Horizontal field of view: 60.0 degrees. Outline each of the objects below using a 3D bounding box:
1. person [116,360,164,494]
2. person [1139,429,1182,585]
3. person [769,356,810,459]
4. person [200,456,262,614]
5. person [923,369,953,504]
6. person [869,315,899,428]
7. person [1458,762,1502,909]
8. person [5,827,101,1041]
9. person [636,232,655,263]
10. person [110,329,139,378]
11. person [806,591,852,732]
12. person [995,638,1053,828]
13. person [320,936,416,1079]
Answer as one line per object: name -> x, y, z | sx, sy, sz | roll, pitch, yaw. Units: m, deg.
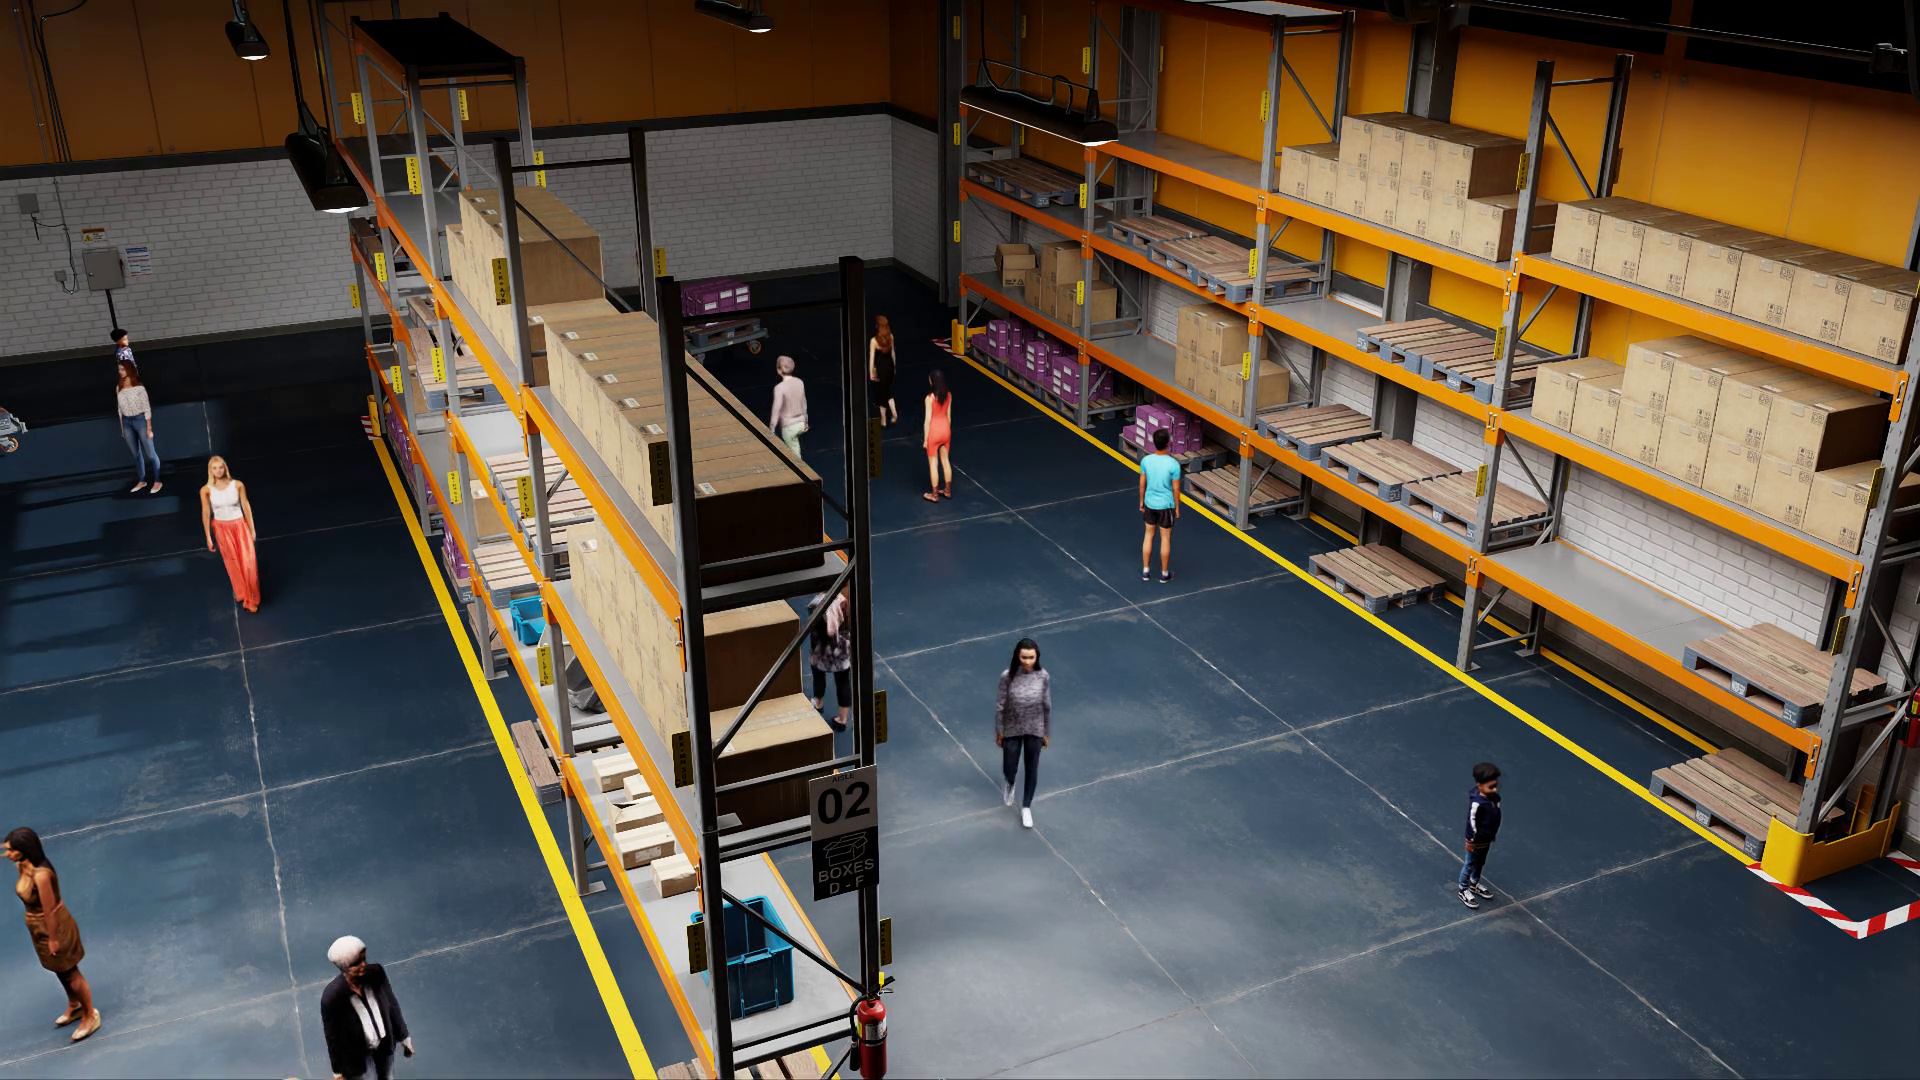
person -> -10.423, -1.453, 21.066 | 0.654, 1.728, 0.676 | 4, 24, 8
person -> 2.221, -0.380, 18.555 | 0.658, 1.774, 0.743 | 11, 26, 23
person -> -2.022, -1.354, 20.692 | 1.066, 1.848, 0.951 | 15, 28, 31
person -> -7.837, -0.094, 17.890 | 0.651, 1.784, 0.841 | -9, 25, -20
person -> -0.271, -1.303, 20.738 | 0.635, 1.718, 0.620 | -21, 31, -39
person -> -1.023, -2.337, 23.230 | 0.655, 1.616, 0.755 | -16, 29, -33
person -> 4.106, 2.300, 13.114 | 0.561, 1.221, 0.552 | -18, 29, -35
person -> -6.317, 2.718, 11.581 | 0.589, 1.684, 0.699 | 17, 29, 34
person -> -5.110, -4.091, 26.965 | 0.868, 1.837, 0.947 | -19, 30, -36
person -> -11.976, -2.425, 23.891 | 0.620, 1.248, 0.528 | 2, 24, 4
person -> -1.148, 1.040, 15.500 | 0.667, 1.620, 0.861 | -13, 27, -27
person -> 0.530, 1.578, 14.137 | 0.747, 1.726, 0.810 | -2, 24, -5
person -> -3.726, 3.175, 10.461 | 0.820, 1.767, 0.874 | 16, 28, 33
